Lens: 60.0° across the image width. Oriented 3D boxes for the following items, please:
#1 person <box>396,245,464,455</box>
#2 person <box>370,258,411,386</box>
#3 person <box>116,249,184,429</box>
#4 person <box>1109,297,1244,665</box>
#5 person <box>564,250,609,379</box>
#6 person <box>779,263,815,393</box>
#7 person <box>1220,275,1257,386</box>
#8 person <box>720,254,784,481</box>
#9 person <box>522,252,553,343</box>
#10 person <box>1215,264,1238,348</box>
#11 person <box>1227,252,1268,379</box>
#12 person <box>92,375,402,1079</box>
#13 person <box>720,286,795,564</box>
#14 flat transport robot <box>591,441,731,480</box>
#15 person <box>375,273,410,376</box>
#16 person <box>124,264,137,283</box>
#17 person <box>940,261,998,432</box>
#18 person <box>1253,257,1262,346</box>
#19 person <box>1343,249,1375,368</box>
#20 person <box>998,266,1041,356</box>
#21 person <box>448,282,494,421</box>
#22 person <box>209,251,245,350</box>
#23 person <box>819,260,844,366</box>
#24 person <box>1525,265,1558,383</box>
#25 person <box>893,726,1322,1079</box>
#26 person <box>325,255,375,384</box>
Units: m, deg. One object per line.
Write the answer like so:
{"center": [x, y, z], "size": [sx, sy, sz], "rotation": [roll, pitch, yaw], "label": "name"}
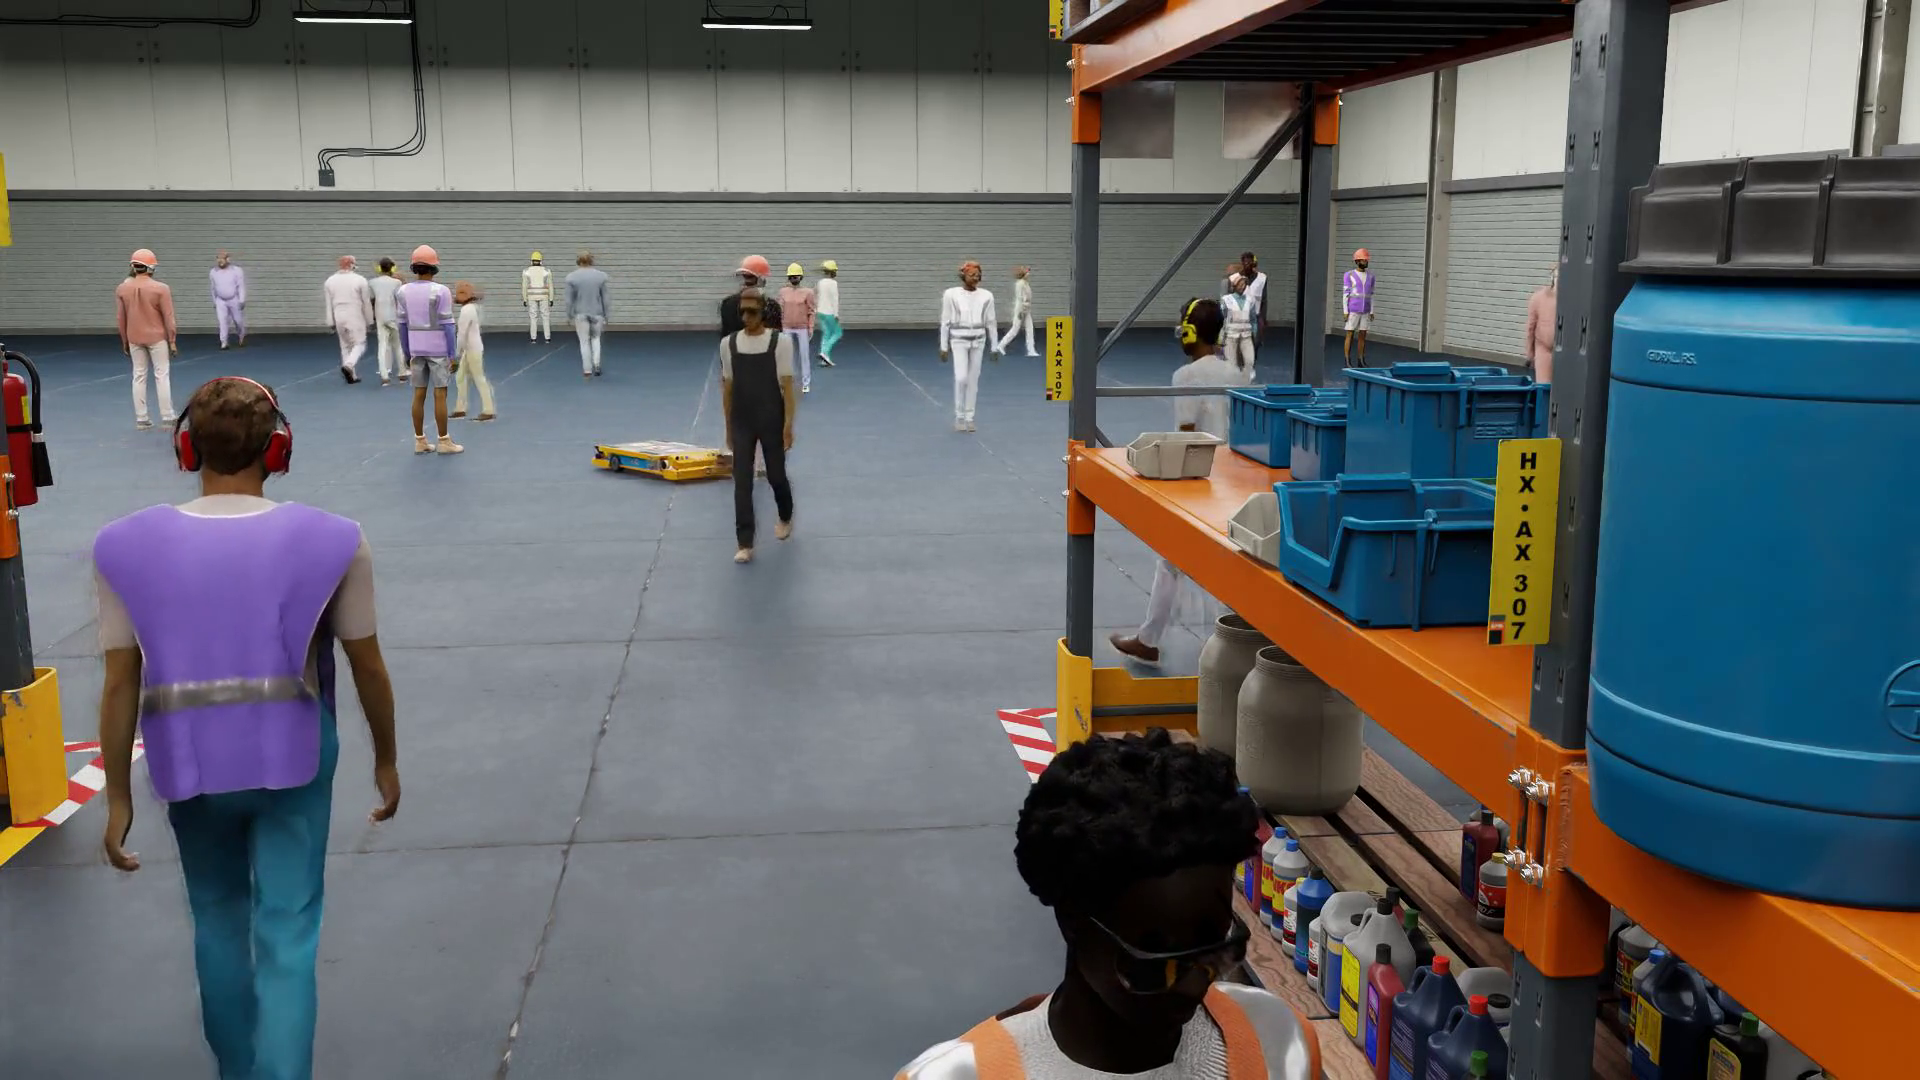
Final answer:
{"center": [-5.181, -1.846, 16.284], "size": [0.615, 2.043, 0.373], "rotation": [3, 11, 17], "label": "person"}
{"center": [-8.273, -3.157, 24.064], "size": [0.548, 1.816, 0.933], "rotation": [0, 10, -1], "label": "person"}
{"center": [-9.018, -2.226, 18.501], "size": [0.614, 1.993, 0.395], "rotation": [0, 10, 1], "label": "person"}
{"center": [1.116, -0.252, 8.116], "size": [0.552, 1.829, 0.897], "rotation": [-9, 13, -39], "label": "person"}
{"center": [-5.643, -3.394, 25.089], "size": [0.653, 1.925, 0.515], "rotation": [-5, 11, -26], "label": "person"}
{"center": [-2.244, -2.890, 22.766], "size": [0.523, 1.769, 0.315], "rotation": [2, 11, 12], "label": "person"}
{"center": [3.649, -2.648, 21.809], "size": [0.538, 1.635, 0.383], "rotation": [-2, 11, -11], "label": "person"}
{"center": [-1.803, -1.486, 14.482], "size": [0.645, 1.977, 0.490], "rotation": [5, 11, 24], "label": "person"}
{"center": [-8.465, -4.858, 33.373], "size": [0.603, 1.830, 0.404], "rotation": [-3, 11, -14], "label": "person"}
{"center": [5.150, -4.435, 31.693], "size": [0.508, 1.603, 0.783], "rotation": [-3, 11, -15], "label": "person"}
{"center": [4.295, -3.344, 24.872], "size": [0.630, 1.901, 0.499], "rotation": [0, 10, 1], "label": "person"}
{"center": [-1.633, 0.525, 3.896], "size": [0.608, 1.813, 0.804], "rotation": [-3, 11, -15], "label": "person"}
{"center": [-1.327, -0.790, 11.140], "size": [0.508, 1.822, 0.796], "rotation": [1, 10, 6], "label": "person"}
{"center": [-2.689, -0.739, 15.079], "size": [0.652, 0.197, 1.431], "rotation": [-9, 14, -42], "label": "flat transport robot"}
{"center": [-8.752, -3.314, 25.520], "size": [0.709, 1.614, 0.528], "rotation": [-3, 11, -15], "label": "person"}
{"center": [-14.835, -4.211, 30.129], "size": [0.484, 1.718, 0.752], "rotation": [-2, 11, -11], "label": "person"}
{"center": [0.121, -2.097, 18.131], "size": [0.623, 1.865, 0.562], "rotation": [-3, 11, -17], "label": "person"}
{"center": [5.670, -4.650, 32.426], "size": [0.533, 1.765, 0.329], "rotation": [-3, 11, -18], "label": "person"}
{"center": [6.415, -3.698, 26.723], "size": [0.551, 1.940, 0.352], "rotation": [-3, 11, -16], "label": "person"}
{"center": [1.051, -4.087, 29.745], "size": [0.754, 1.615, 0.528], "rotation": [4, 11, 23], "label": "person"}
{"center": [-5.748, -2.162, 19.195], "size": [0.693, 1.602, 0.496], "rotation": [-3, 11, -14], "label": "person"}
{"center": [-13.950, -4.580, 31.743], "size": [0.639, 1.874, 0.829], "rotation": [-2, 11, -12], "label": "person"}
{"center": [-2.139, -3.724, 27.374], "size": [0.367, 1.750, 0.544], "rotation": [-7, 12, -34], "label": "person"}
{"center": [6.195, -1.919, 17.204], "size": [0.666, 1.853, 0.991], "rotation": [3, 11, 17], "label": "person"}
{"center": [0.141, 0.999, 1.650], "size": [0.532, 1.693, 0.319], "rotation": [-6, 12, -30], "label": "person"}
{"center": [-8.808, -3.165, 23.959], "size": [0.653, 1.882, 0.706], "rotation": [2, 11, 12], "label": "person"}
